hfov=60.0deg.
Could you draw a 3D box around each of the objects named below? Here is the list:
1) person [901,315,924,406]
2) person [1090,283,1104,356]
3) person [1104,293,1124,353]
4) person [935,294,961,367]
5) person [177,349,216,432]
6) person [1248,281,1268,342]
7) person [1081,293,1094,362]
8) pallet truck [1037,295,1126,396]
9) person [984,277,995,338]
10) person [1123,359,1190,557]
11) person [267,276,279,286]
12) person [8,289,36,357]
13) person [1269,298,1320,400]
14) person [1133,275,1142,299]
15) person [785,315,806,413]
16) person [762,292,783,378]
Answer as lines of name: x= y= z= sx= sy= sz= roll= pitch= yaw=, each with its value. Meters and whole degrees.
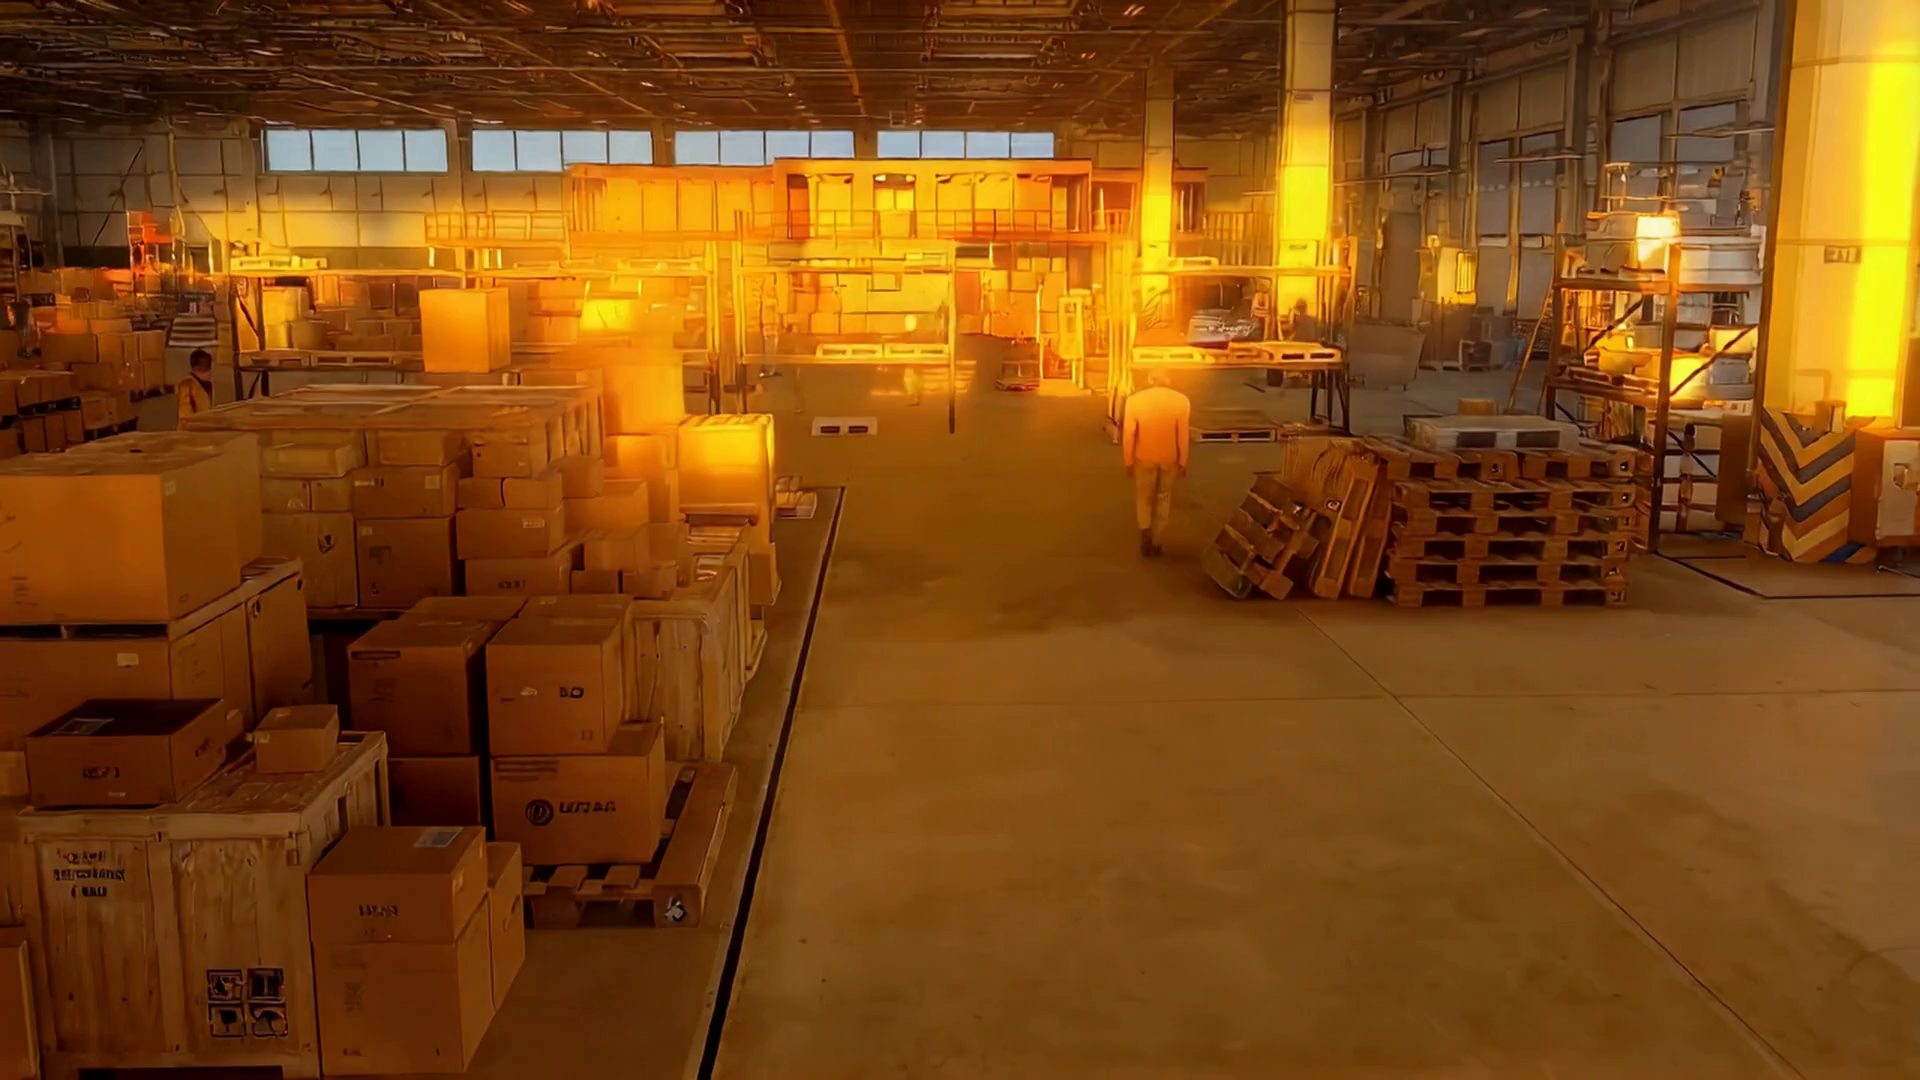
person: x=-0.889 y=-3.312 z=30.754 sx=0.363 sy=1.682 sz=0.548 roll=3 pitch=11 yaw=14
person: x=3.644 y=-5.870 z=44.277 sx=0.386 sy=1.948 sz=0.614 roll=1 pitch=10 yaw=4
person: x=3.428 y=-4.503 z=36.769 sx=0.583 sy=1.917 sz=0.414 roll=-6 pitch=12 yaw=-30
person: x=-0.262 y=-4.795 z=38.629 sx=0.633 sy=1.830 sz=0.452 roll=-9 pitch=14 yaw=-42
person: x=-8.143 y=-1.092 z=17.806 sx=0.407 sy=1.905 sz=0.607 roll=1 pitch=10 yaw=3
person: x=8.254 y=-6.190 z=46.095 sx=0.552 sy=1.935 sz=0.373 roll=-1 pitch=10 yaw=-4
person: x=3.135 y=-5.356 z=41.987 sx=0.487 sy=1.744 sz=0.297 roll=7 pitch=13 yaw=36
pallet truck: x=2.483 y=-3.881 z=33.060 sx=1.885 sy=1.965 sz=0.823 roll=-7 pitch=13 yaw=-36
person: x=0.926 y=-7.308 z=52.362 sx=0.368 sy=1.932 sz=0.623 roll=1 pitch=10 yaw=4
person: x=1.879 y=-0.758 z=15.876 sx=0.633 sy=1.923 sz=0.586 roll=1 pitch=10 yaw=4
person: x=-21.270 y=-7.234 z=51.612 sx=0.615 sy=2.040 sz=0.391 roll=-2 pitch=10 yaw=-10
person: x=-23.926 y=-5.461 z=42.337 sx=0.550 sy=1.823 sz=0.944 roll=0 pitch=10 yaw=2
person: x=6.501 y=-3.649 z=31.925 sx=1.027 sy=1.938 sz=0.618 roll=-3 pitch=11 yaw=-17
person: x=6.824 y=-9.654 z=65.409 sx=0.661 sy=1.944 sz=0.719 roll=5 pitch=11 yaw=25
person: x=-2.917 y=-3.093 z=29.392 sx=0.419 sy=1.735 sz=0.565 roll=0 pitch=10 yaw=-2
person: x=-4.184 y=-4.579 z=37.169 sx=0.404 sy=1.919 sz=0.621 roll=4 pitch=11 yaw=22
